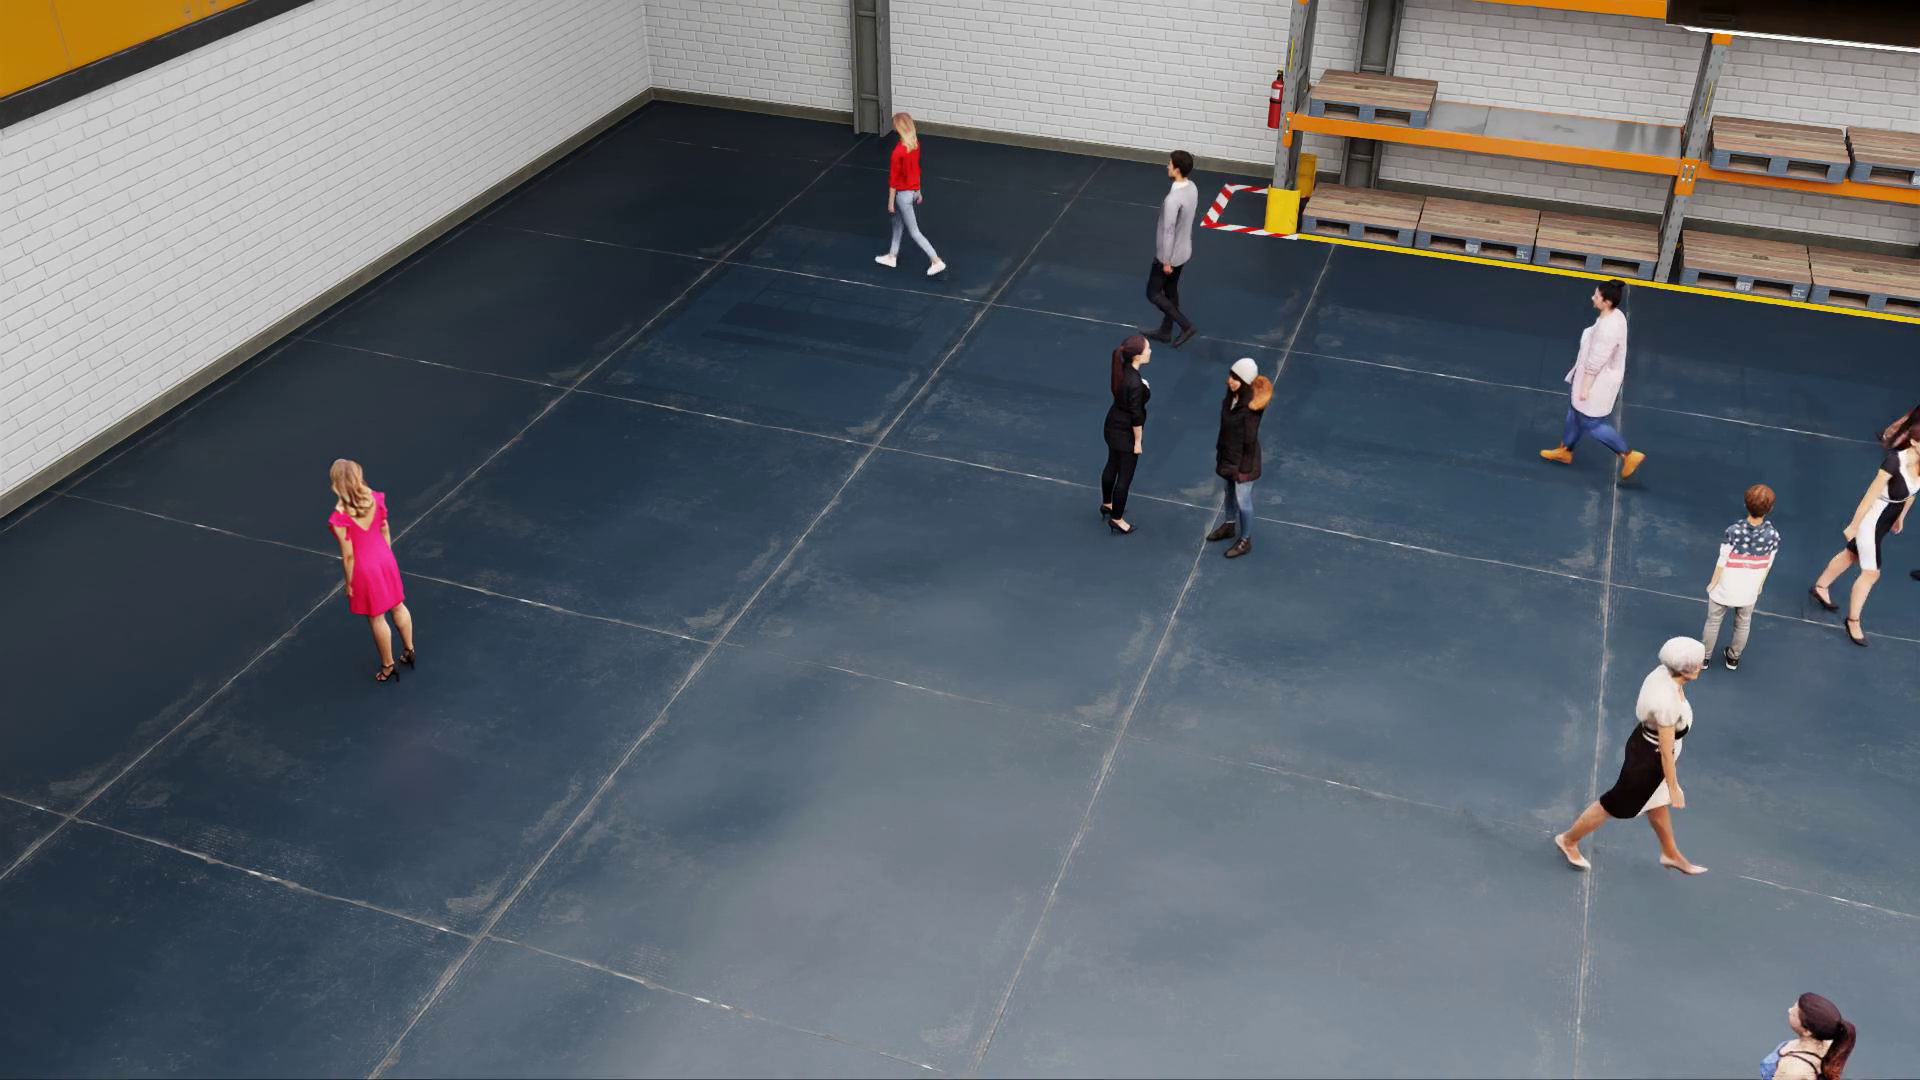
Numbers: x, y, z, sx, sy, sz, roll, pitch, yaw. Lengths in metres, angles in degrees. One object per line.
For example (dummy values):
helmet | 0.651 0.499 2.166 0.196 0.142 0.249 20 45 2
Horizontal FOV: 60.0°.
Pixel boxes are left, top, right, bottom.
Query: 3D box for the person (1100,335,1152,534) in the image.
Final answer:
person | 1.256 -0.824 12.828 0.719 1.658 0.677 -11 35 -15

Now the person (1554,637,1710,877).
person | 3.851 1.289 9.605 1.107 1.706 0.695 15 36 21

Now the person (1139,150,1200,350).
person | 2.037 -2.651 15.349 0.929 1.910 0.821 17 37 24

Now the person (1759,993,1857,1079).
person | 3.752 2.695 7.588 0.868 1.598 0.983 -21 39 -28

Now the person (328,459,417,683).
person | -3.962 0.203 11.220 0.605 1.728 0.616 20 38 27

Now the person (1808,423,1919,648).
person | 6.382 -0.125 11.688 0.871 1.756 0.949 -19 38 -26

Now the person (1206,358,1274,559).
person | 2.116 -0.637 12.570 0.776 1.632 0.718 -14 36 -20

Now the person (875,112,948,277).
person | -0.479 -3.438 16.748 1.135 1.672 0.737 17 37 24

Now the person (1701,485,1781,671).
person | 5.334 0.262 11.388 0.479 1.443 0.623 3 34 5

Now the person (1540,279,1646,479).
person | 5.257 -1.274 13.455 1.082 1.714 0.768 16 37 22
